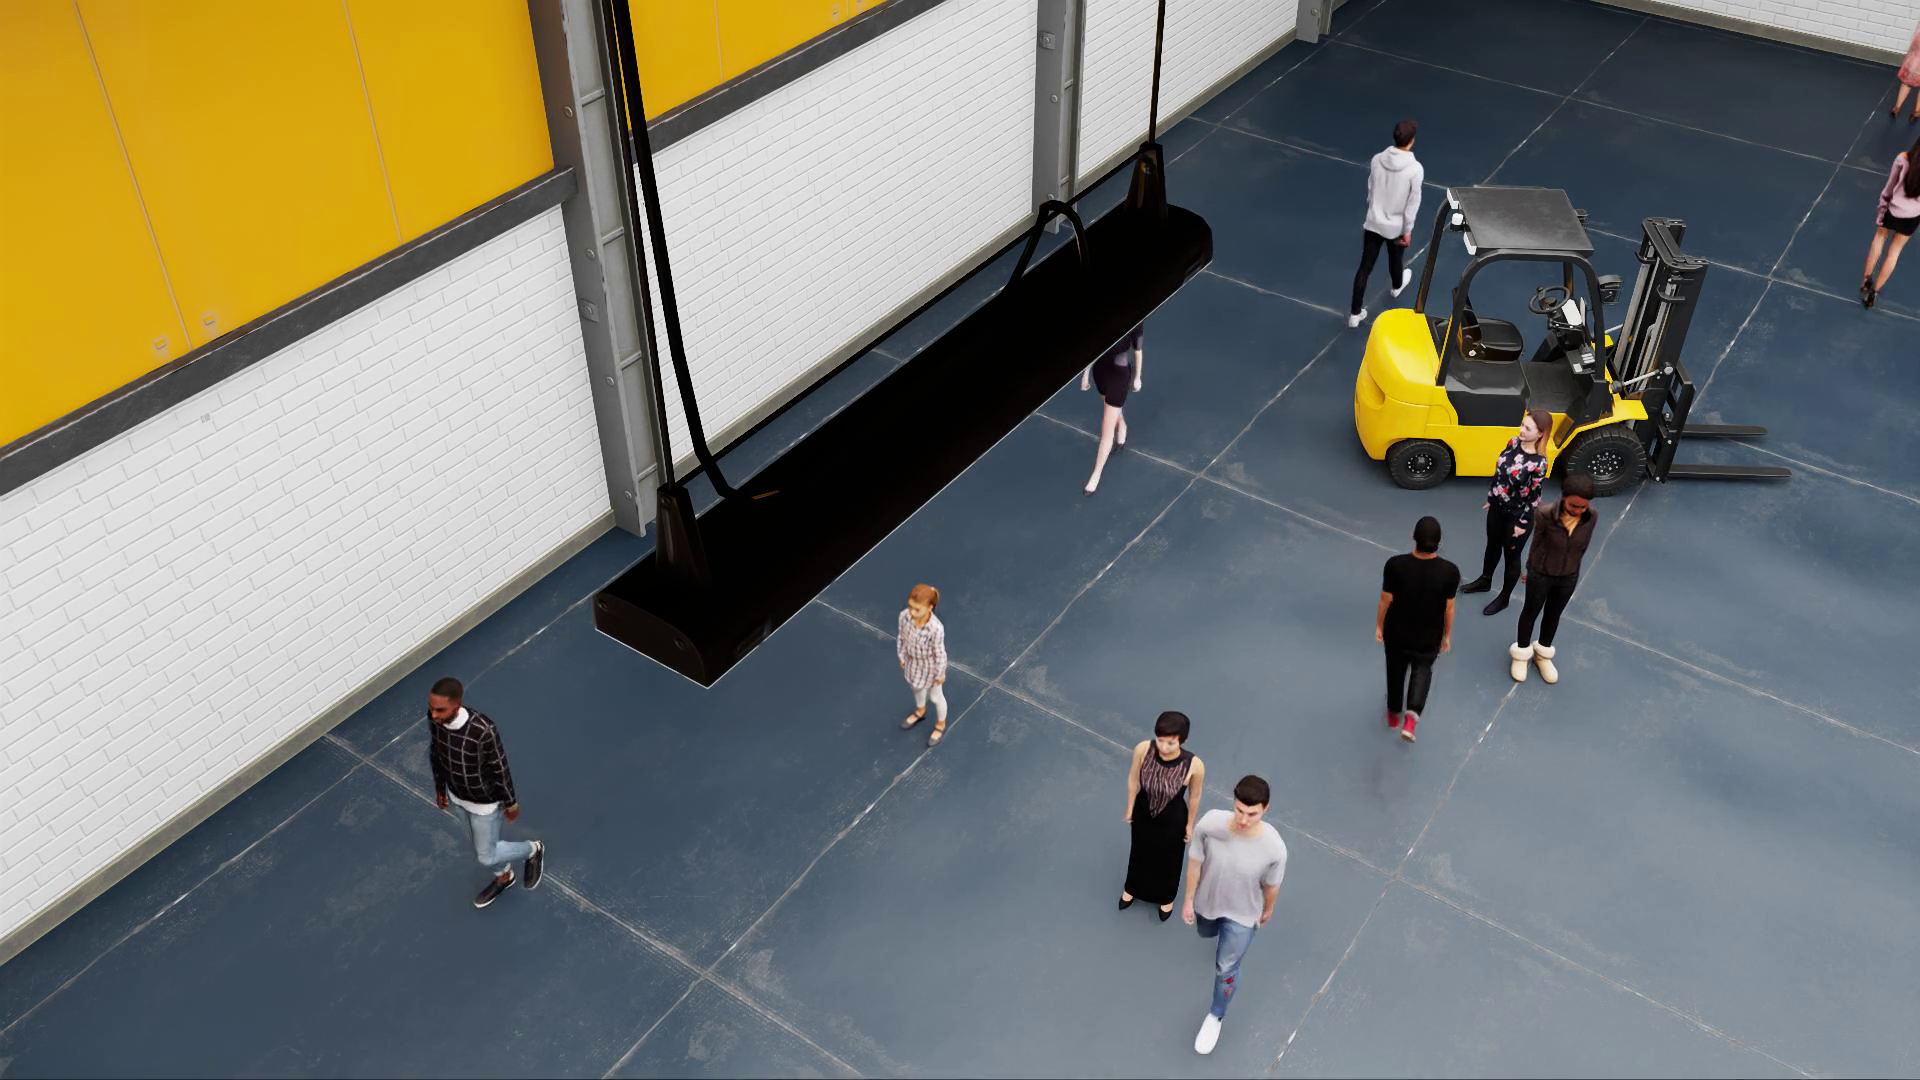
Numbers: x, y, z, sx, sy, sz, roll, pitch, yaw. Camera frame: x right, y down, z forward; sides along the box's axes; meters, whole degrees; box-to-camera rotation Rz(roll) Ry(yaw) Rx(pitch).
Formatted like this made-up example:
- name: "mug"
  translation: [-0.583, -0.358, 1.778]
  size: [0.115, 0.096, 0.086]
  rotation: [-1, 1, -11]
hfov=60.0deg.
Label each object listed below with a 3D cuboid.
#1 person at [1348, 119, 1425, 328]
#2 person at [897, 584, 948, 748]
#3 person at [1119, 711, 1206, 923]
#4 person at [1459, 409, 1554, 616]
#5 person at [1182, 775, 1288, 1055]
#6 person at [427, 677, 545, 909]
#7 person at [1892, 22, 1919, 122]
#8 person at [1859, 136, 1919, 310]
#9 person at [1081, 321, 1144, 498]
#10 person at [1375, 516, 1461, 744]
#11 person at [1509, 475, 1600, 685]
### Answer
- name: "person"
  translation: [3.765, -2.774, 14.875]
  size: [0.693, 1.860, 1.209]
  rotation: [23, 44, 26]
- name: "person"
  translation: [-0.231, 0.782, 10.866]
  size: [0.546, 1.306, 0.497]
  rotation: [28, 46, 30]
- name: "person"
  translation: [1.171, 1.581, 9.629]
  size: [0.622, 1.603, 0.579]
  rotation: [15, 41, 18]
- name: "person"
  translation: [3.928, -0.218, 11.816]
  size: [0.665, 1.684, 0.646]
  rotation: [-15, 41, -18]
- name: "person"
  translation: [1.488, 1.890, 9.039]
  size: [0.759, 1.855, 1.192]
  rotation: [18, 42, 21]
- name: "person"
  translation: [-2.745, 1.402, 9.686]
  size: [0.670, 1.809, 0.705]
  rotation: [23, 44, 26]
- name: "person"
  translation: [10.743, -5.472, 18.390]
  size: [0.619, 1.689, 0.604]
  rotation: [19, 42, 22]
- name: "person"
  translation: [8.555, -2.899, 15.081]
  size: [0.674, 1.797, 0.698]
  rotation: [17, 42, 20]
- name: "person"
  translation: [1.225, -1.307, 13.103]
  size: [0.726, 1.779, 1.215]
  rotation: [17, 41, 20]
- name: "person"
  translation: [2.903, 0.637, 10.699]
  size: [0.819, 1.742, 0.941]
  rotation: [12, 40, 14]
- name: "person"
  translation: [4.025, 0.211, 11.297]
  size: [0.696, 1.660, 0.752]
  rotation: [6, 39, 8]
